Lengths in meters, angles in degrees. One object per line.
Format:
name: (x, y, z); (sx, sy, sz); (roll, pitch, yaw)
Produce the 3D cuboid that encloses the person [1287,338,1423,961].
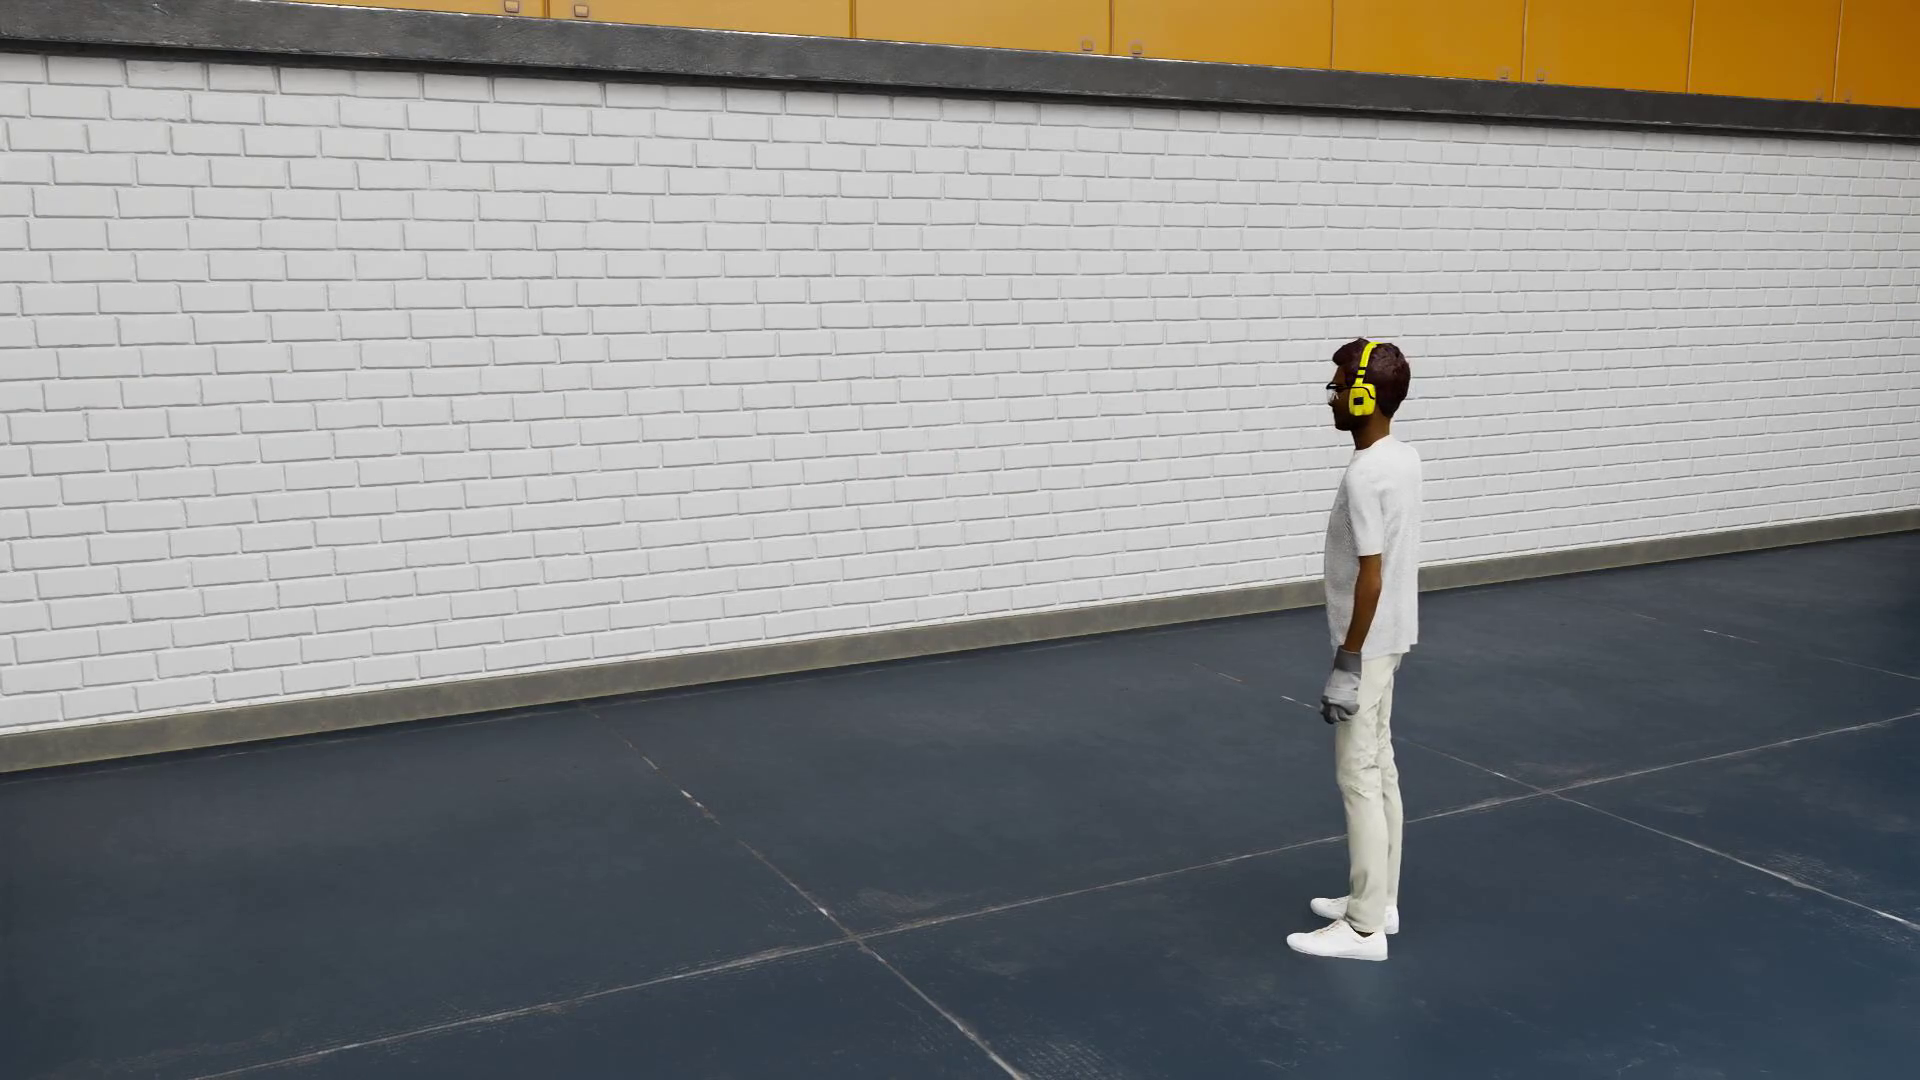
person: (1.205, 0.333, 5.020); (0.320, 1.871, 0.533); (5, 11, 26)
